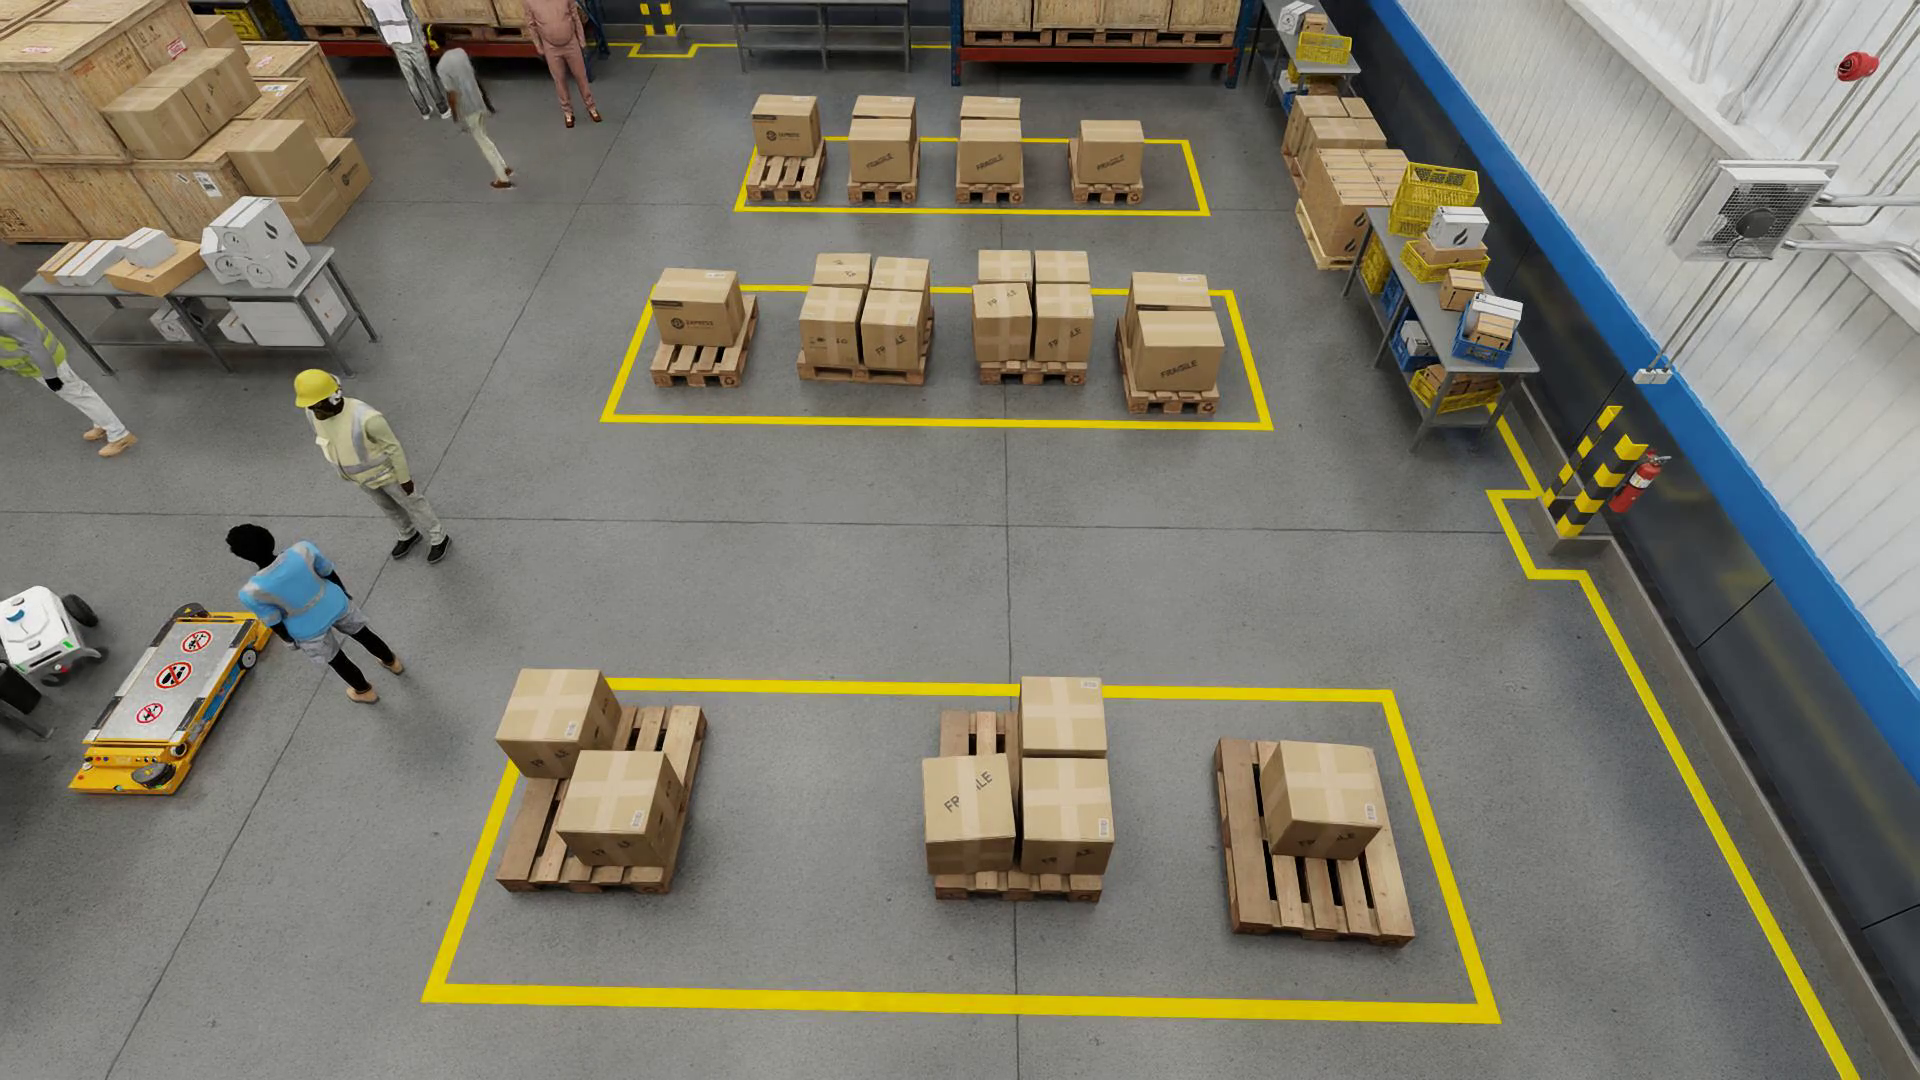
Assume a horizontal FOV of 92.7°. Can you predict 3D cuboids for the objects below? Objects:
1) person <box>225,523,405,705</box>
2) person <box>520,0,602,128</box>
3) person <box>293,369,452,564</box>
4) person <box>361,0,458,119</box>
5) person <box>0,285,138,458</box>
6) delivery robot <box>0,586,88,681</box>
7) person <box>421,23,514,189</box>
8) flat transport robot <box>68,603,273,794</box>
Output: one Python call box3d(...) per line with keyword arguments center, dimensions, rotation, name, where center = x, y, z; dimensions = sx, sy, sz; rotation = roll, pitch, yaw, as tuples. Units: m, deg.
box3d(center=(-4.216, 0.498, 5.999), dimensions=(0.317, 1.696, 0.559), rotation=(18, 52, 14), name="person")
box3d(center=(-5.032, -6.237, 11.563), dimensions=(0.639, 1.909, 0.409), rotation=(-19, 52, -15), name="person")
box3d(center=(-4.341, -0.520, 6.773), dimensions=(0.591, 1.833, 0.403), rotation=(9, 50, 8), name="person")
box3d(center=(-7.069, -6.349, 11.654), dimensions=(0.587, 1.913, 0.391), rotation=(0, 50, 0), name="person")
box3d(center=(-7.625, -1.477, 7.577), dimensions=(0.621, 1.845, 0.429), rotation=(34, 58, 25), name="person")
box3d(center=(-6.597, 0.655, 6.551), dimensions=(0.477, 0.478, 0.707), rotation=(-36, 59, -27), name="delivery robot")
box3d(center=(-5.600, -4.923, 10.484), dimensions=(0.448, 1.852, 0.554), rotation=(11, 51, 9), name="person")
box3d(center=(-5.504, 1.072, 6.442), dimensions=(0.652, 0.197, 1.431), rotation=(1, 50, 1), name="flat transport robot")
